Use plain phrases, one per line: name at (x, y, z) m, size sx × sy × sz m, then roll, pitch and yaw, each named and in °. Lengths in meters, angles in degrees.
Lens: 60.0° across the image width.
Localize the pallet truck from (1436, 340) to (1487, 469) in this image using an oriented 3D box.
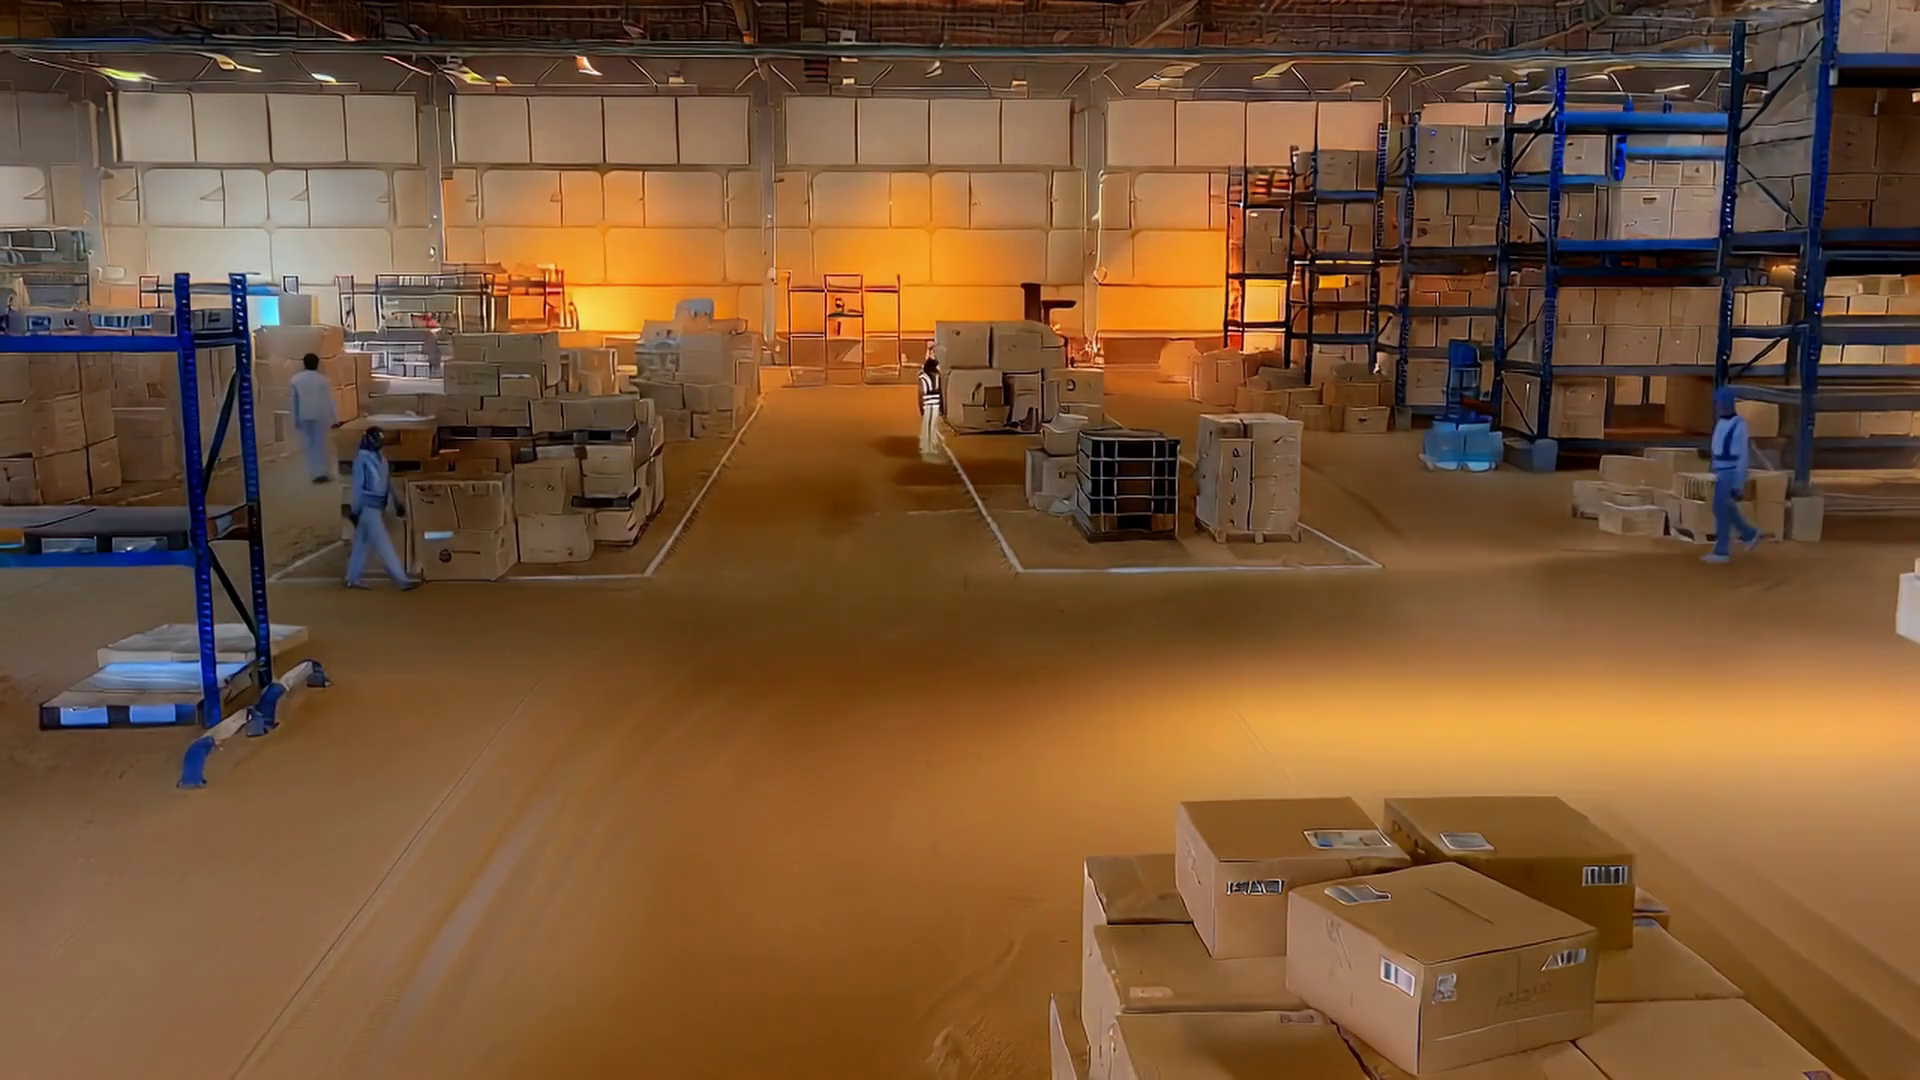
pallet truck at (8.004, -2.170, 26.422) m, size 0.823 × 1.965 × 1.885 m, roll 2°, pitch 9°, yaw 14°

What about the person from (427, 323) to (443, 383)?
person at (-12.272, -4.112, 38.861) m, size 0.448 × 1.925 × 0.544 m, roll -4°, pitch 10°, yaw -23°

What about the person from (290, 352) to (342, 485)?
person at (-9.306, -1.758, 24.130) m, size 0.683 × 1.906 × 0.706 m, roll 3°, pitch 9°, yaw 16°

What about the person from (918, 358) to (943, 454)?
person at (-0.505, -2.271, 28.183) m, size 0.308 × 1.636 × 0.524 m, roll 8°, pitch 12°, yaw 43°

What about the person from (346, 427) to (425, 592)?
person at (-5.524, -0.281, 15.851) m, size 0.886 × 1.585 × 0.514 m, roll 1°, pitch 9°, yaw 6°

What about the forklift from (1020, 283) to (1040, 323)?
forklift at (1.705, -4.778, 40.033) m, size 1.873 × 2.768 × 1.129 m, roll -1°, pitch 9°, yaw -4°

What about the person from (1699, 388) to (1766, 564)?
person at (8.148, -0.669, 17.417) m, size 0.648 × 1.863 × 0.614 m, roll 0°, pitch 9°, yaw 1°
